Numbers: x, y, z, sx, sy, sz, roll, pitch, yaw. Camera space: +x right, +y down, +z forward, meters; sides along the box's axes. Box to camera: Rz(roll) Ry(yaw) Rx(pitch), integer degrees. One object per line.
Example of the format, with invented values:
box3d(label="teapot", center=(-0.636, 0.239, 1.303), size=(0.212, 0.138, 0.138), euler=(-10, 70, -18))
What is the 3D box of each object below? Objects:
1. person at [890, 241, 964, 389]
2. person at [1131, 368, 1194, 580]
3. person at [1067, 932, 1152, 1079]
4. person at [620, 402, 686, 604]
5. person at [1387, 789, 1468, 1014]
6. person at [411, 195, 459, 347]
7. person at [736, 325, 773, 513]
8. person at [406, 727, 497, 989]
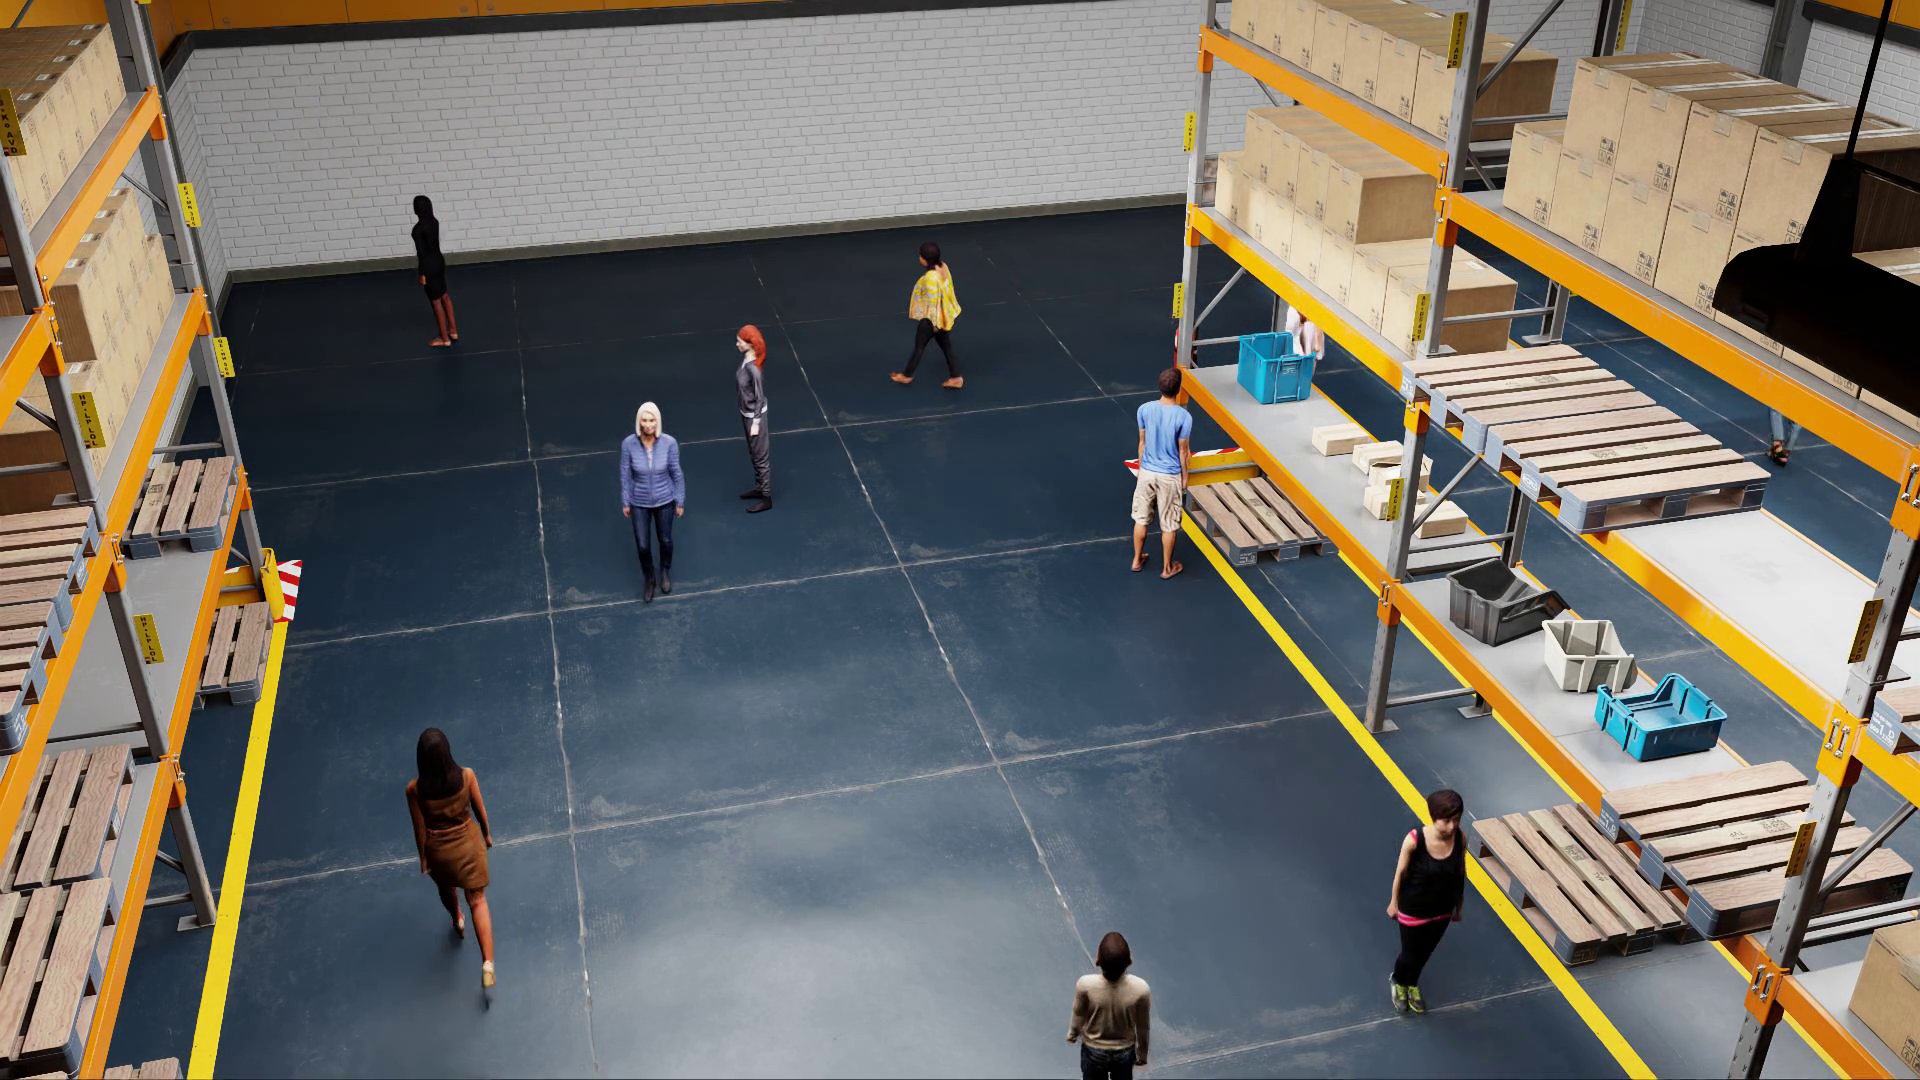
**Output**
box3d(label="person", center=(-0.187, -2.321, 17.476), size=(1.067, 1.616, 1.092), euler=(8, 30, 14))
box3d(label="person", center=(1.694, -0.561, 13.995), size=(0.724, 1.861, 0.772), euler=(14, 31, 23))
box3d(label="person", center=(0.765, 2.665, 8.511), size=(0.629, 1.449, 0.682), euler=(-1, 29, -2))
box3d(label="person", center=(-2.549, -0.373, 13.788), size=(0.692, 1.728, 0.670), euler=(-5, 29, -10))
box3d(label="person", center=(2.653, 2.032, 9.572), size=(0.554, 1.544, 0.540), euler=(-6, 29, -12))
box3d(label="person", center=(-5.927, -3.030, 18.668), size=(0.737, 1.720, 0.585), euler=(5, 29, 9))
box3d(label="person", center=(-1.868, -1.117, 15.096), size=(0.646, 1.783, 0.453), euler=(-9, 30, -16))
box3d(label="person", center=(-2.942, 1.879, 9.734), size=(0.695, 1.656, 1.119), euler=(-12, 31, -20))
